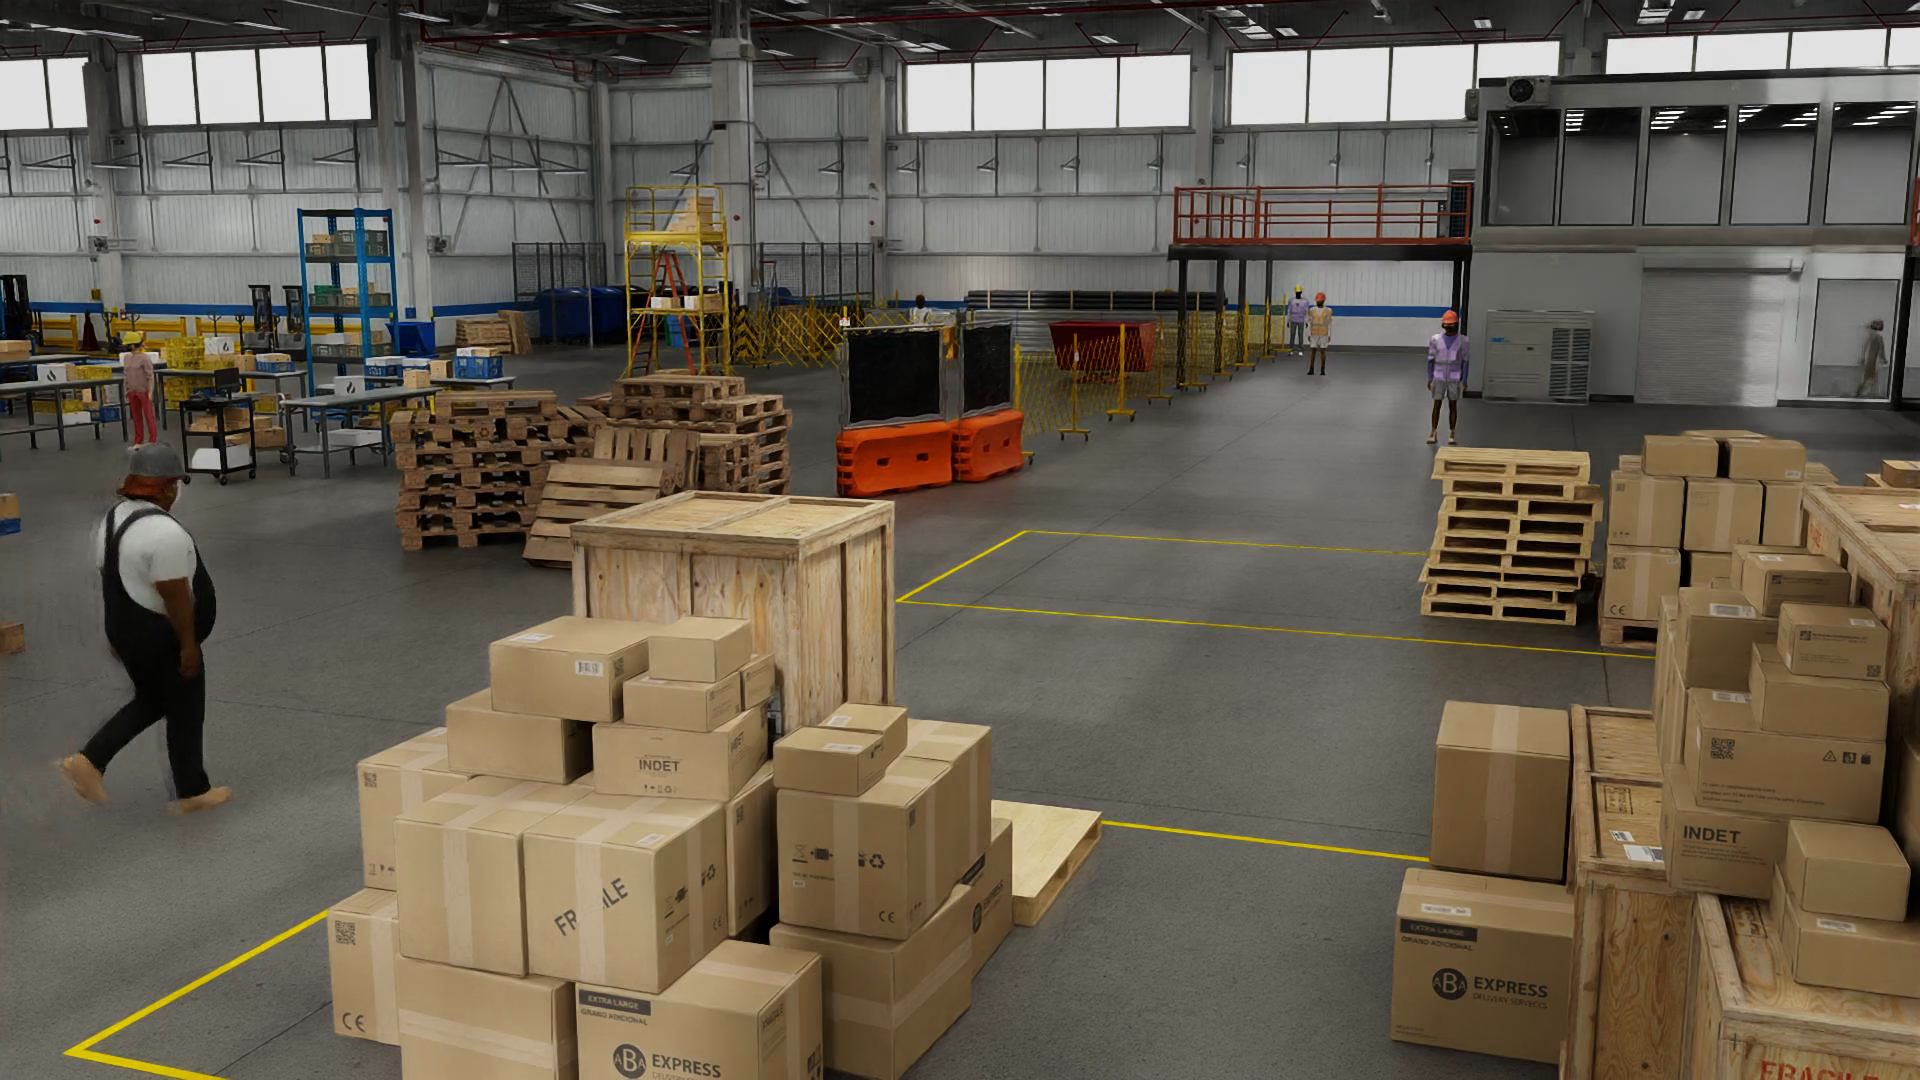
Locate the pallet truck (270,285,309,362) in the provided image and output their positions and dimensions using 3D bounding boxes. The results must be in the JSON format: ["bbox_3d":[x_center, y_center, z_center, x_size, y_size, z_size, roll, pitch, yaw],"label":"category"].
[{"bbox_3d":[-17.147,-5.700,43.663,0.823,1.965,1.885,3,11,17],"label":"pallet truck"}]

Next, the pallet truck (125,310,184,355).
[{"bbox_3d":[-22.038,-5.665,45.457,0.704,1.261,1.522,3,11,17],"label":"pallet truck"}]

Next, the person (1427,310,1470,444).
[{"bbox_3d":[7.432,-2.473,25.354,0.605,2.045,0.386,4,11,20],"label":"person"}]

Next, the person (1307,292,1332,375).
[{"bbox_3d":[8.393,-4.811,38.843,0.542,1.931,0.376,4,11,20],"label":"person"}]

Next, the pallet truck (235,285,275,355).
[{"bbox_3d":[-18.327,-5.835,44.421,0.823,1.965,1.885,4,11,23],"label":"pallet truck"}]

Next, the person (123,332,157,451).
[{"bbox_3d":[-12.109,-2.181,24.512,0.523,1.763,0.329,4,11,20],"label":"person"}]

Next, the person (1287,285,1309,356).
[{"bbox_3d":[9.273,-6.022,45.670,0.585,1.928,0.378,4,11,20],"label":"person"}]

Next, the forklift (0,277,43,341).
[{"bbox_3d":[-27.151,-6.329,46.328,1.157,1.987,2.680,3,11,17],"label":"forklift"}]

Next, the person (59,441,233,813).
[{"bbox_3d":[-4.313,0.469,8.799,0.707,2.000,0.729,8,13,39],"label":"person"}]

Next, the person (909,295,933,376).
[{"bbox_3d":[-0.918,-4.753,38.650,0.573,1.883,0.357,4,11,20],"label":"person"}]

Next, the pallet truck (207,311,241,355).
[{"bbox_3d":[-19.537,-5.575,44.913,0.653,1.274,1.630,3,11,19],"label":"pallet truck"}]

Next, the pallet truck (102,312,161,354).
[{"bbox_3d":[-23.057,-5.777,46.261,0.680,1.201,1.601,3,11,19],"label":"pallet truck"}]

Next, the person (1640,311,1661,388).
[{"bbox_3d":[13.485,-3.657,32.495,0.519,1.874,0.331,4,11,20],"label":"person"}]
